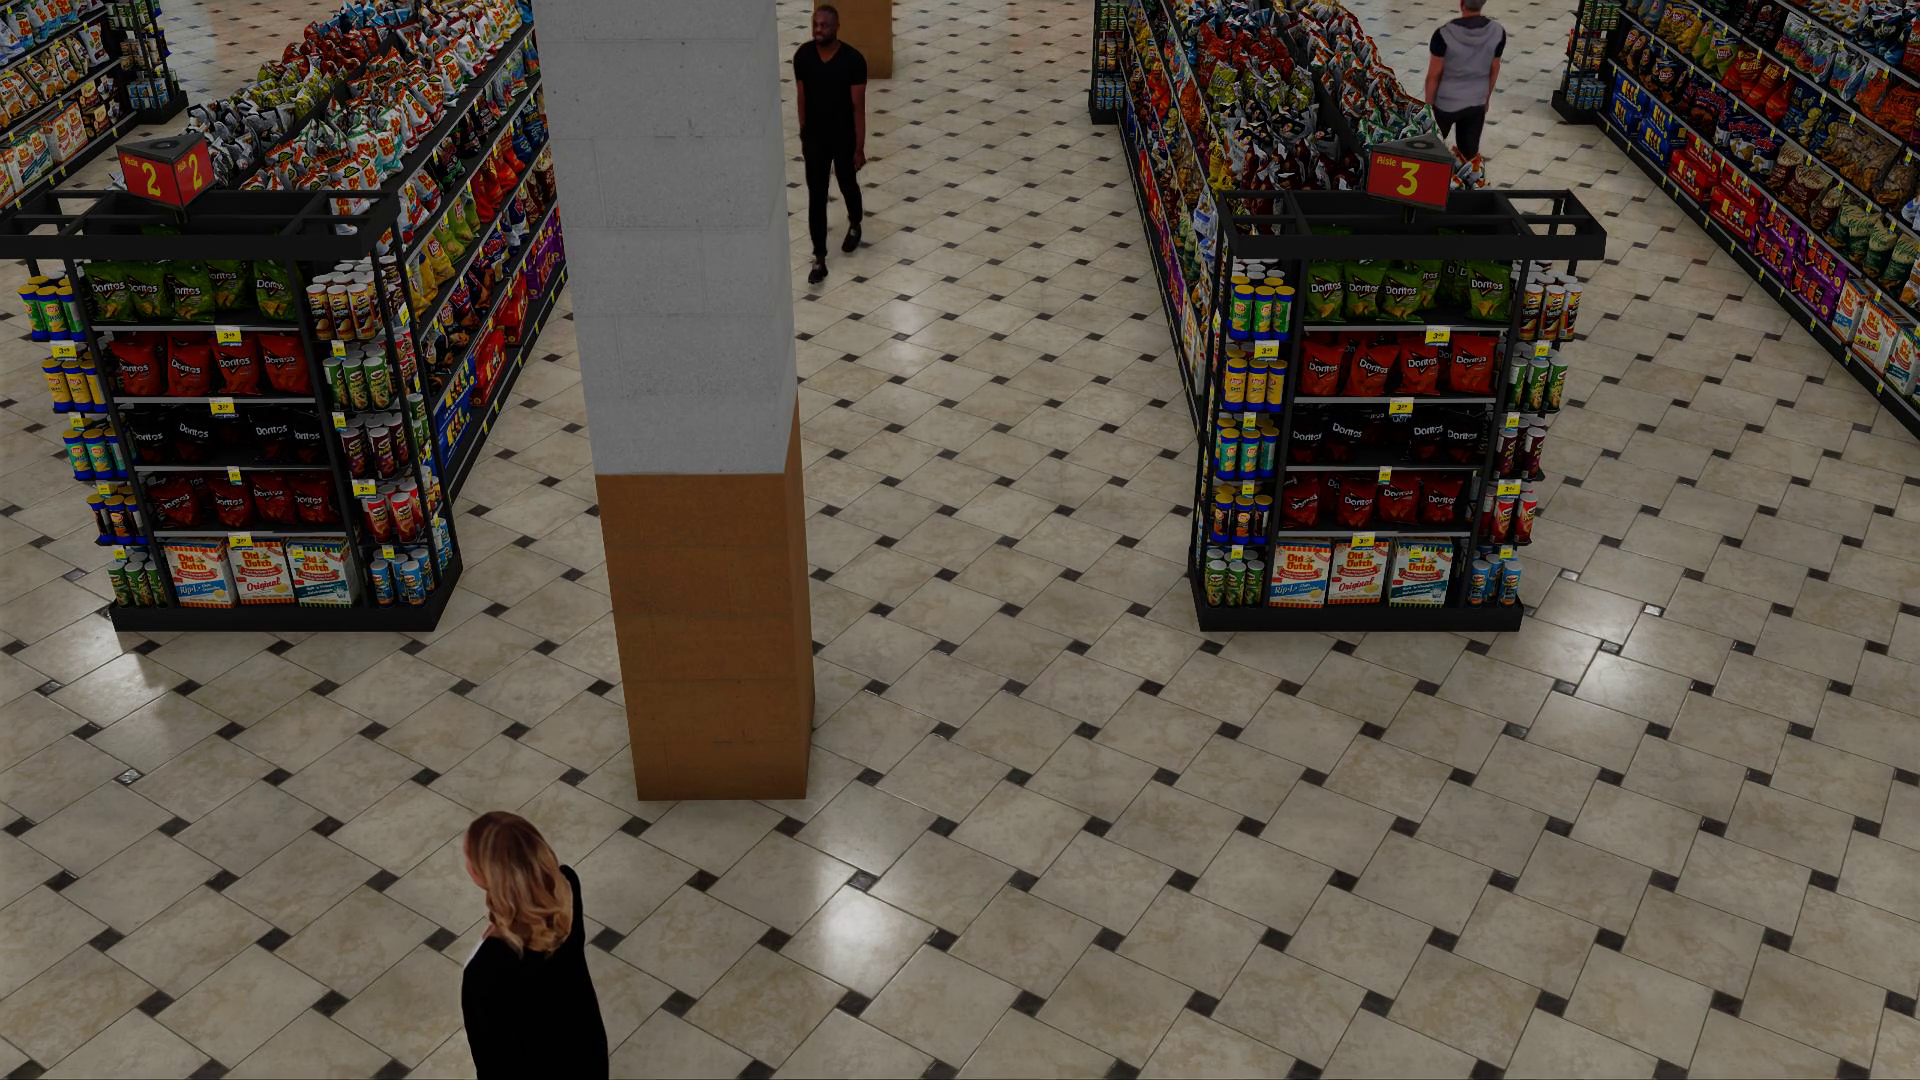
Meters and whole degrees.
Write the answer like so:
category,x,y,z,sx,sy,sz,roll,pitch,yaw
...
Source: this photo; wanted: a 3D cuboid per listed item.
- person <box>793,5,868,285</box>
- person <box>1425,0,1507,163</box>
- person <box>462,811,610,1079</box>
category,x,y,z,sx,sy,sz,roll,pitch,yaw
person,-0.828,-2.718,11.314,0.875,1.773,1.260,8,33,13
person,3.547,-2.981,11.729,0.724,1.781,1.162,1,32,2
person,-1.123,1.451,4.588,0.728,1.801,0.577,11,33,17
